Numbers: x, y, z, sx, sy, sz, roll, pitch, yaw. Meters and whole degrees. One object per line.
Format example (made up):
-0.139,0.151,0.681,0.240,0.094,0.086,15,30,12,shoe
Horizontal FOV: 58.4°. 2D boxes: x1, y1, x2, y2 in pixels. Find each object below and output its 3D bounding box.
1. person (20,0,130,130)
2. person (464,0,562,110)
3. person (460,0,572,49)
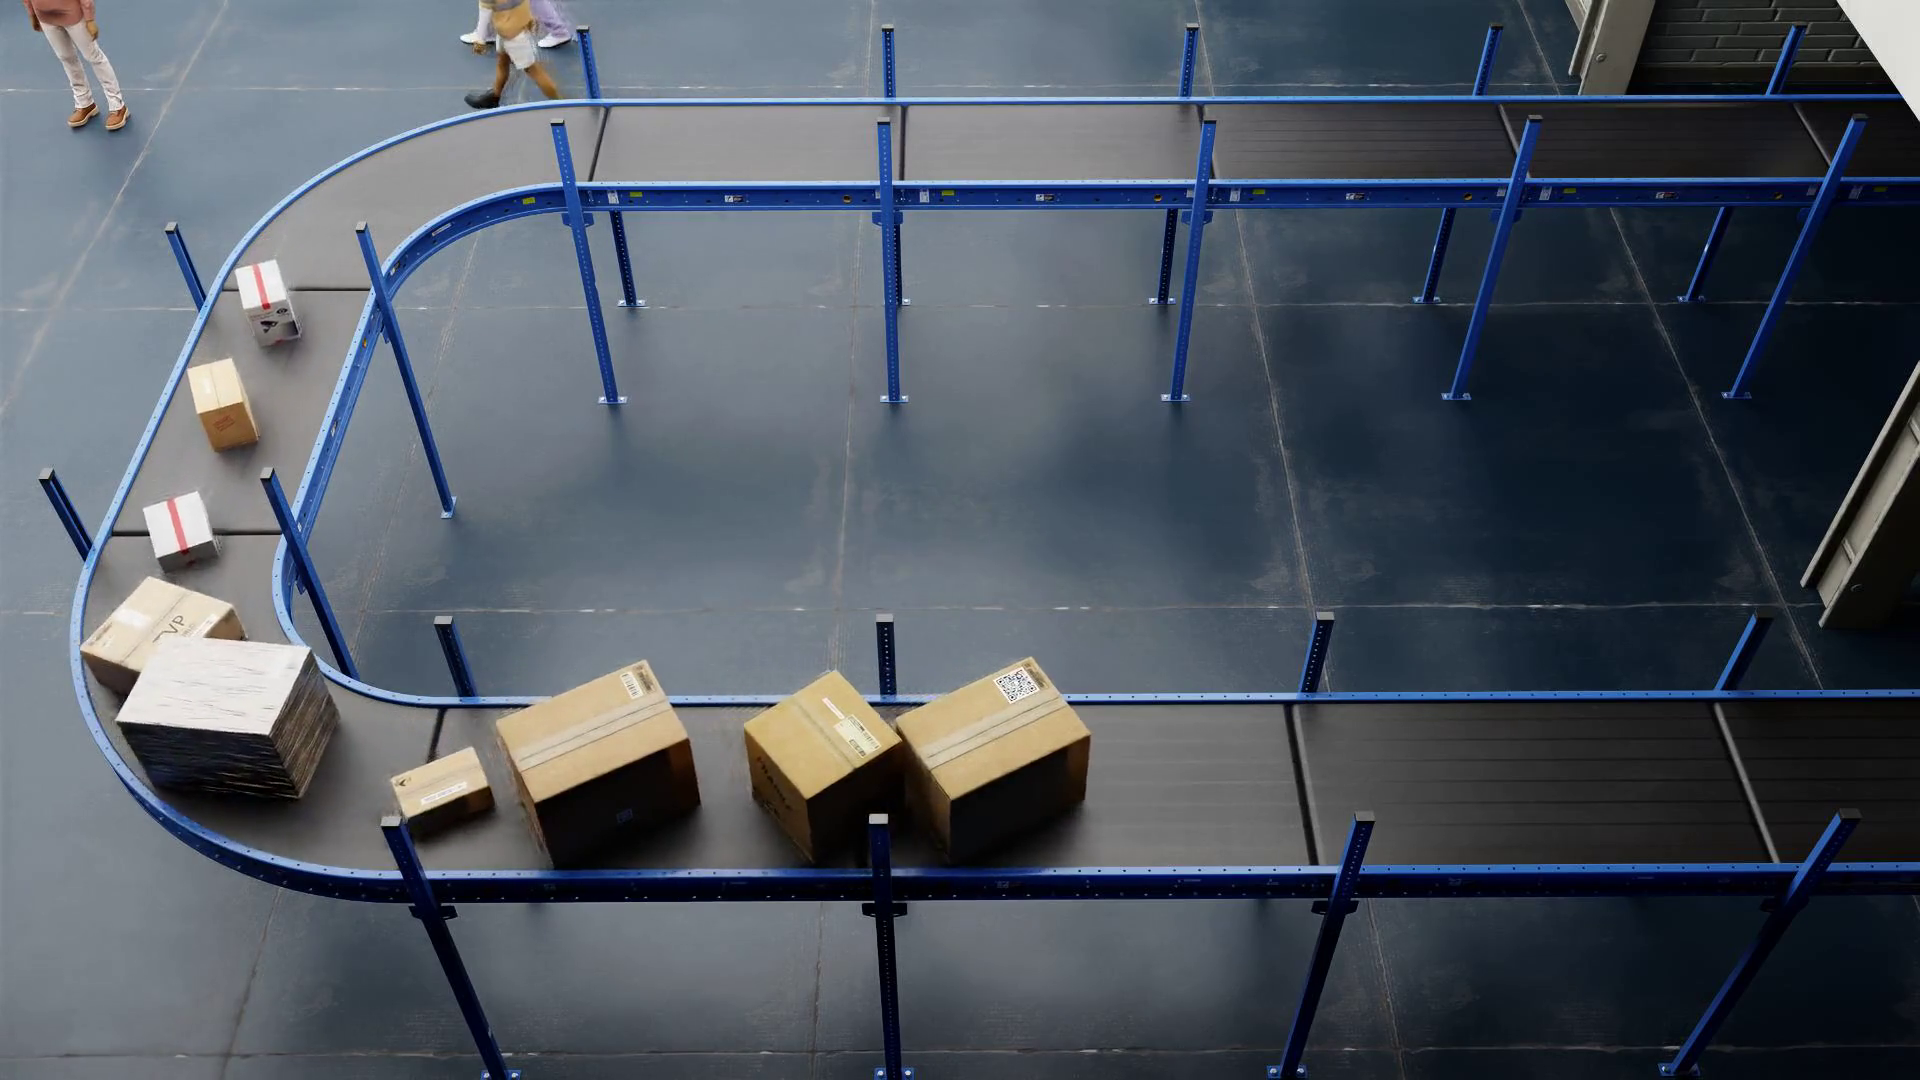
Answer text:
-7.274,-4.249,13.886,0.608,1.988,0.387,7,47,7,person
-3.701,-4.198,13.908,0.985,1.885,0.569,5,47,5,person
-3.932,-5.068,14.741,0.990,1.857,0.663,-6,47,-5,person
